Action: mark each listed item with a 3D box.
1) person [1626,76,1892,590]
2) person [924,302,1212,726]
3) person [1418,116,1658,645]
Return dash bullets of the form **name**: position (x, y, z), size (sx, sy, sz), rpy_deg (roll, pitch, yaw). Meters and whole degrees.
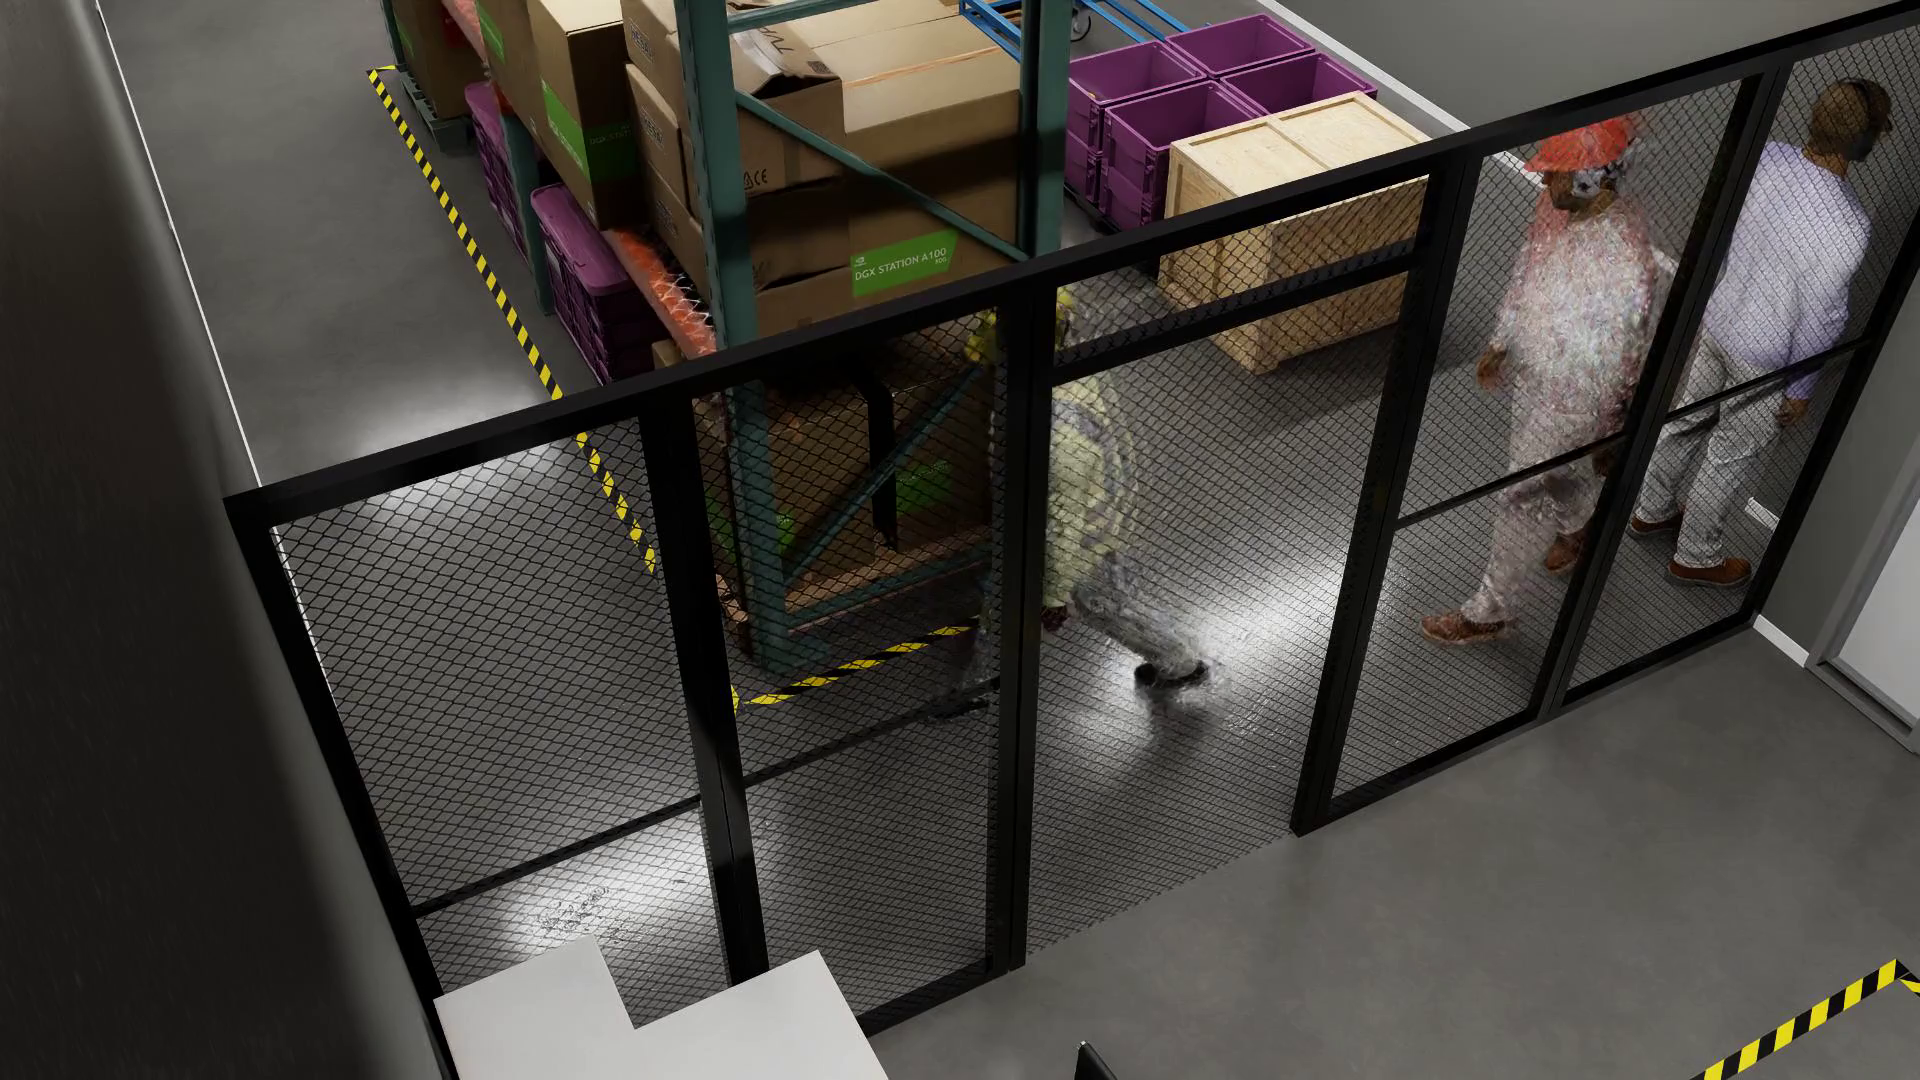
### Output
- **person**: position (2.725, -0.671, 5.681), size (0.373, 1.939, 0.628), rpy_deg (-8, 43, -9)
- **person**: position (0.392, -0.066, 5.158), size (0.963, 1.766, 0.595), rpy_deg (-7, 43, -8)
- **person**: position (2.062, -0.538, 5.544), size (0.811, 1.947, 0.664), rpy_deg (-7, 43, -8)
